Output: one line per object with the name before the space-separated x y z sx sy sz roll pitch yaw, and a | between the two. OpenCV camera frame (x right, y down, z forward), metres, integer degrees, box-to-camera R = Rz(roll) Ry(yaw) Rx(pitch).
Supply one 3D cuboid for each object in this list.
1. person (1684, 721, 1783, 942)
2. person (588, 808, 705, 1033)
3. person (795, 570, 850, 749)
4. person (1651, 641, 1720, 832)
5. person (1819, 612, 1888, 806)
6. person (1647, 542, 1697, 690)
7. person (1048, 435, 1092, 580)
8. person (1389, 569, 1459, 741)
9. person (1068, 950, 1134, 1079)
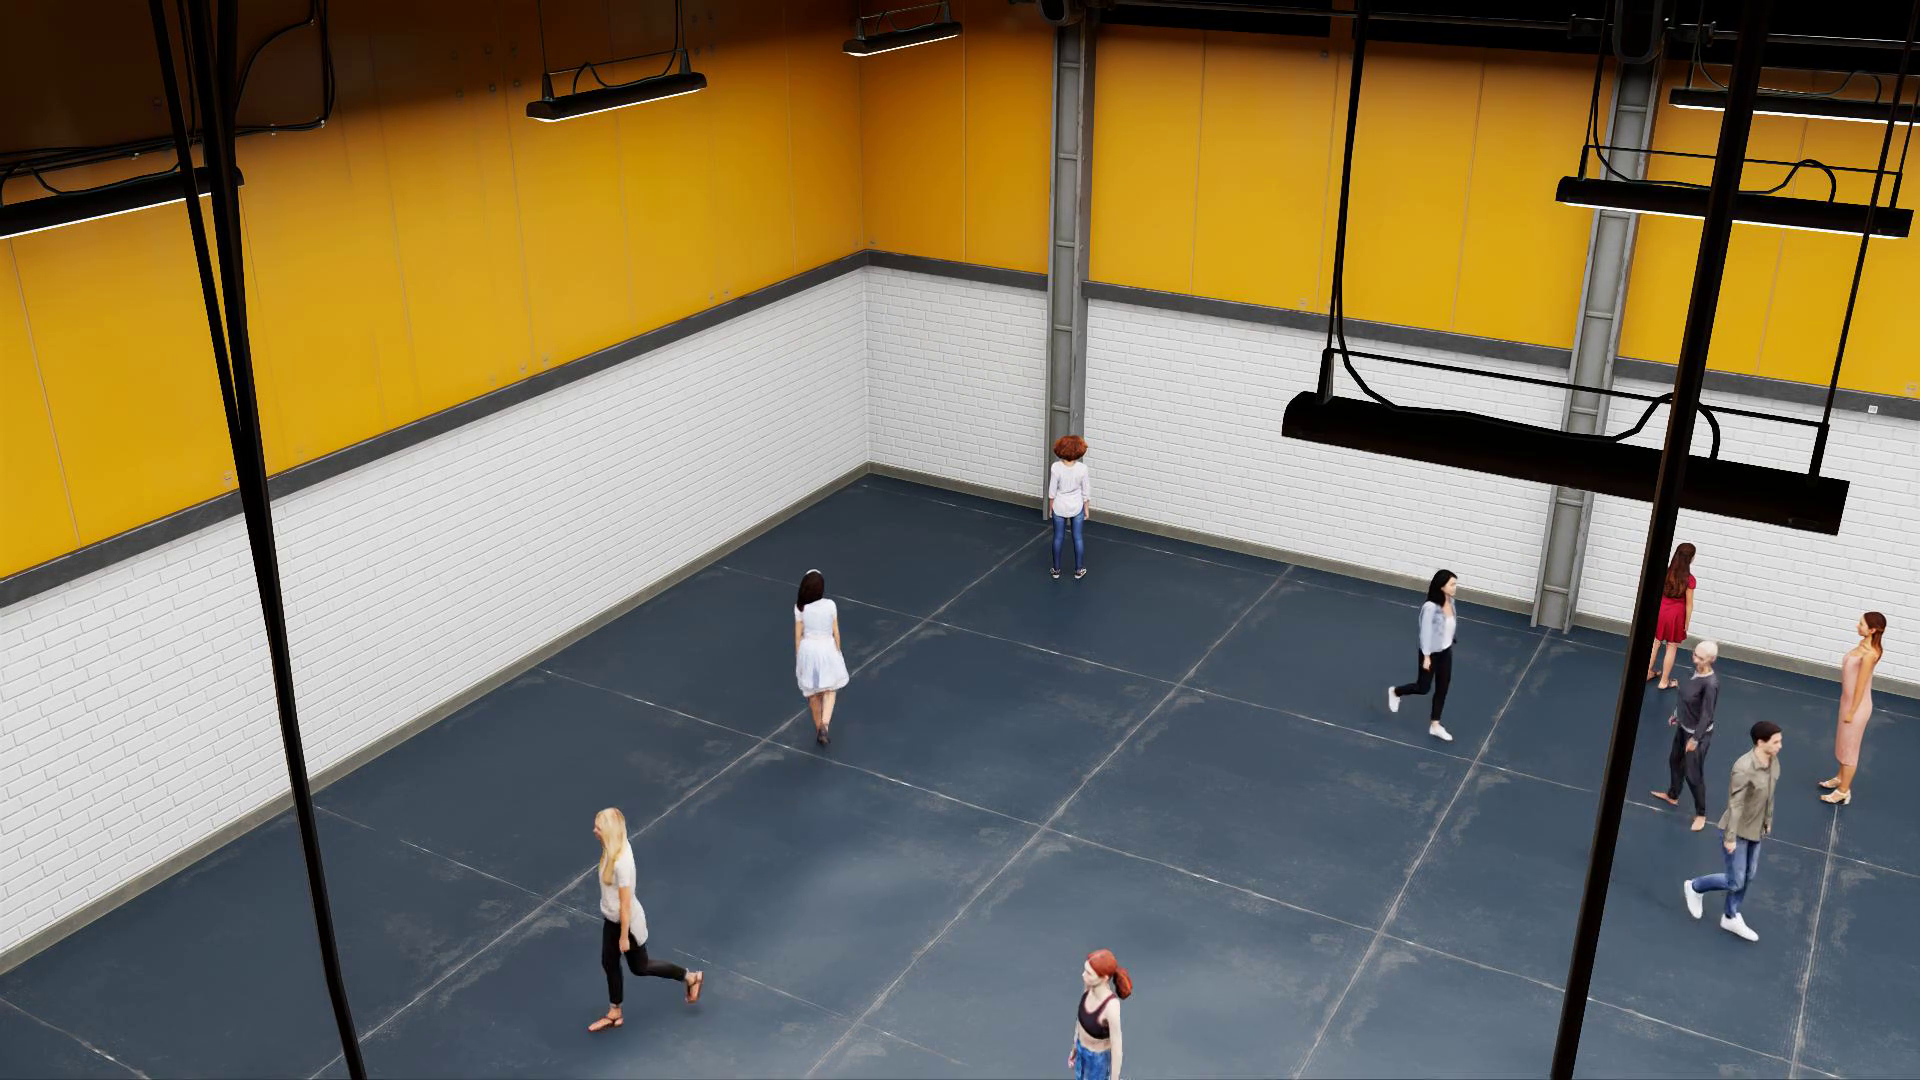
person | 6.025 2.213 12.938 0.906 1.858 1.001 -16 28 -31
person | -2.290 2.702 11.893 1.044 1.799 1.122 -12 26 -25
person | -1.303 1.164 15.406 0.897 1.803 0.929 0 24 -1
person | 6.392 1.611 14.492 0.789 1.717 0.899 9 25 21
person | 7.907 1.468 14.676 0.560 1.831 0.608 9 25 19
person | 7.134 0.743 16.684 0.706 1.551 0.647 -16 29 -33
person | 1.241 -0.390 19.076 0.672 1.711 0.794 3 24 6
person | 4.440 1.055 15.789 0.828 1.697 1.039 -17 29 -34
person | 0.924 3.322 10.506 0.829 1.775 0.771 -7 25 -16
